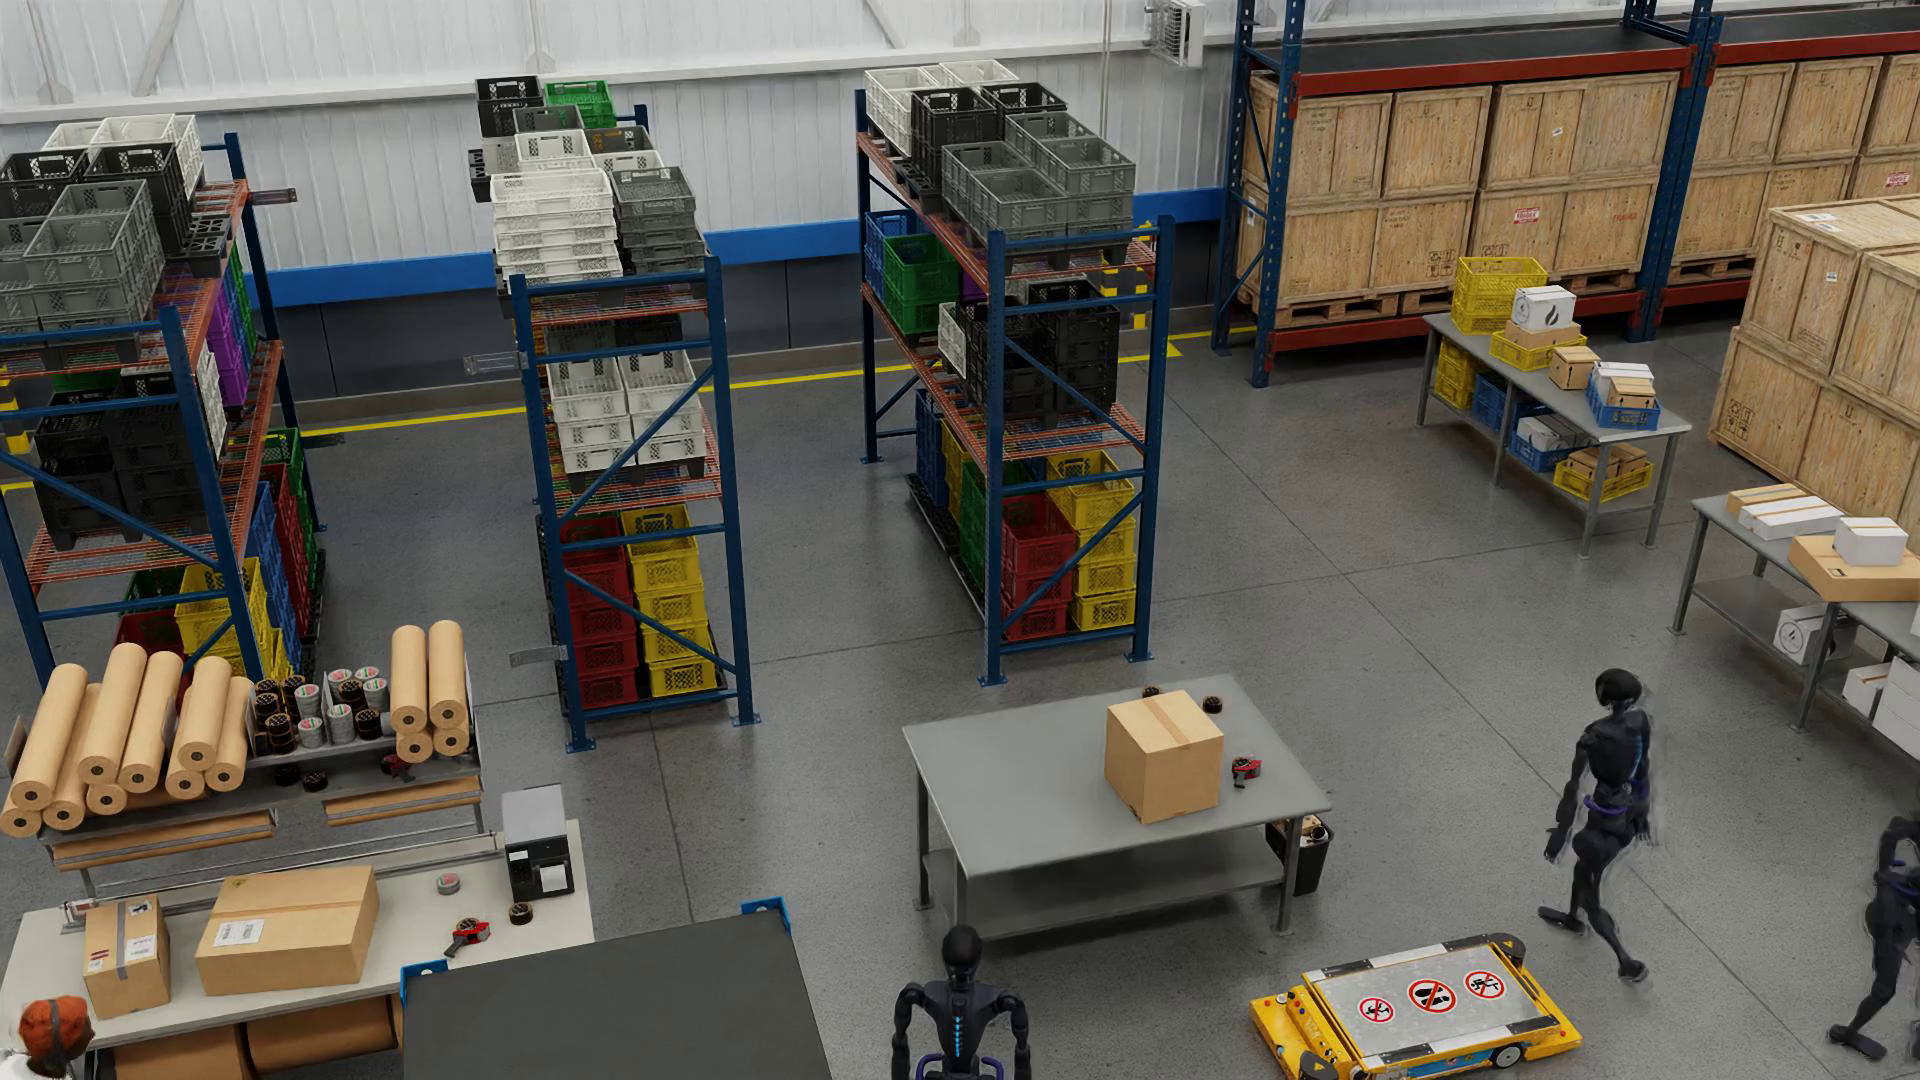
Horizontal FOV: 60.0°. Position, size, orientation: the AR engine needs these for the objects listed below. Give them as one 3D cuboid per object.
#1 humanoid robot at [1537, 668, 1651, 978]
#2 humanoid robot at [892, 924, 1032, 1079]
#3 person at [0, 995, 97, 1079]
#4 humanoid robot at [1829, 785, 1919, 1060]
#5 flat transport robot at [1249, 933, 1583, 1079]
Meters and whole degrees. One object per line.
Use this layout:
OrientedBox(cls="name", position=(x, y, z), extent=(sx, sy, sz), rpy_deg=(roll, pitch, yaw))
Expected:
OrientedBox(cls="humanoid robot", position=(3.236, 1.401, 8.162), extent=(0.585, 1.627, 0.624), rpy_deg=(-22, 36, -34))
OrientedBox(cls="humanoid robot", position=(0.005, 2.223, 6.652), extent=(0.575, 1.652, 0.318), rpy_deg=(3, 29, 5))
OrientedBox(cls="person", position=(-3.260, 2.428, 6.100), extent=(0.601, 1.847, 0.631), rpy_deg=(17, 33, 28))
OrientedBox(cls="humanoid robot", position=(4.427, 1.728, 7.578), extent=(0.613, 1.621, 0.419), rpy_deg=(2, 29, 3))
OrientedBox(cls="flat transport robot", position=(2.184, 2.282, 7.980), extent=(1.431, 0.197, 0.652), rpy_deg=(-8, 30, -14))
